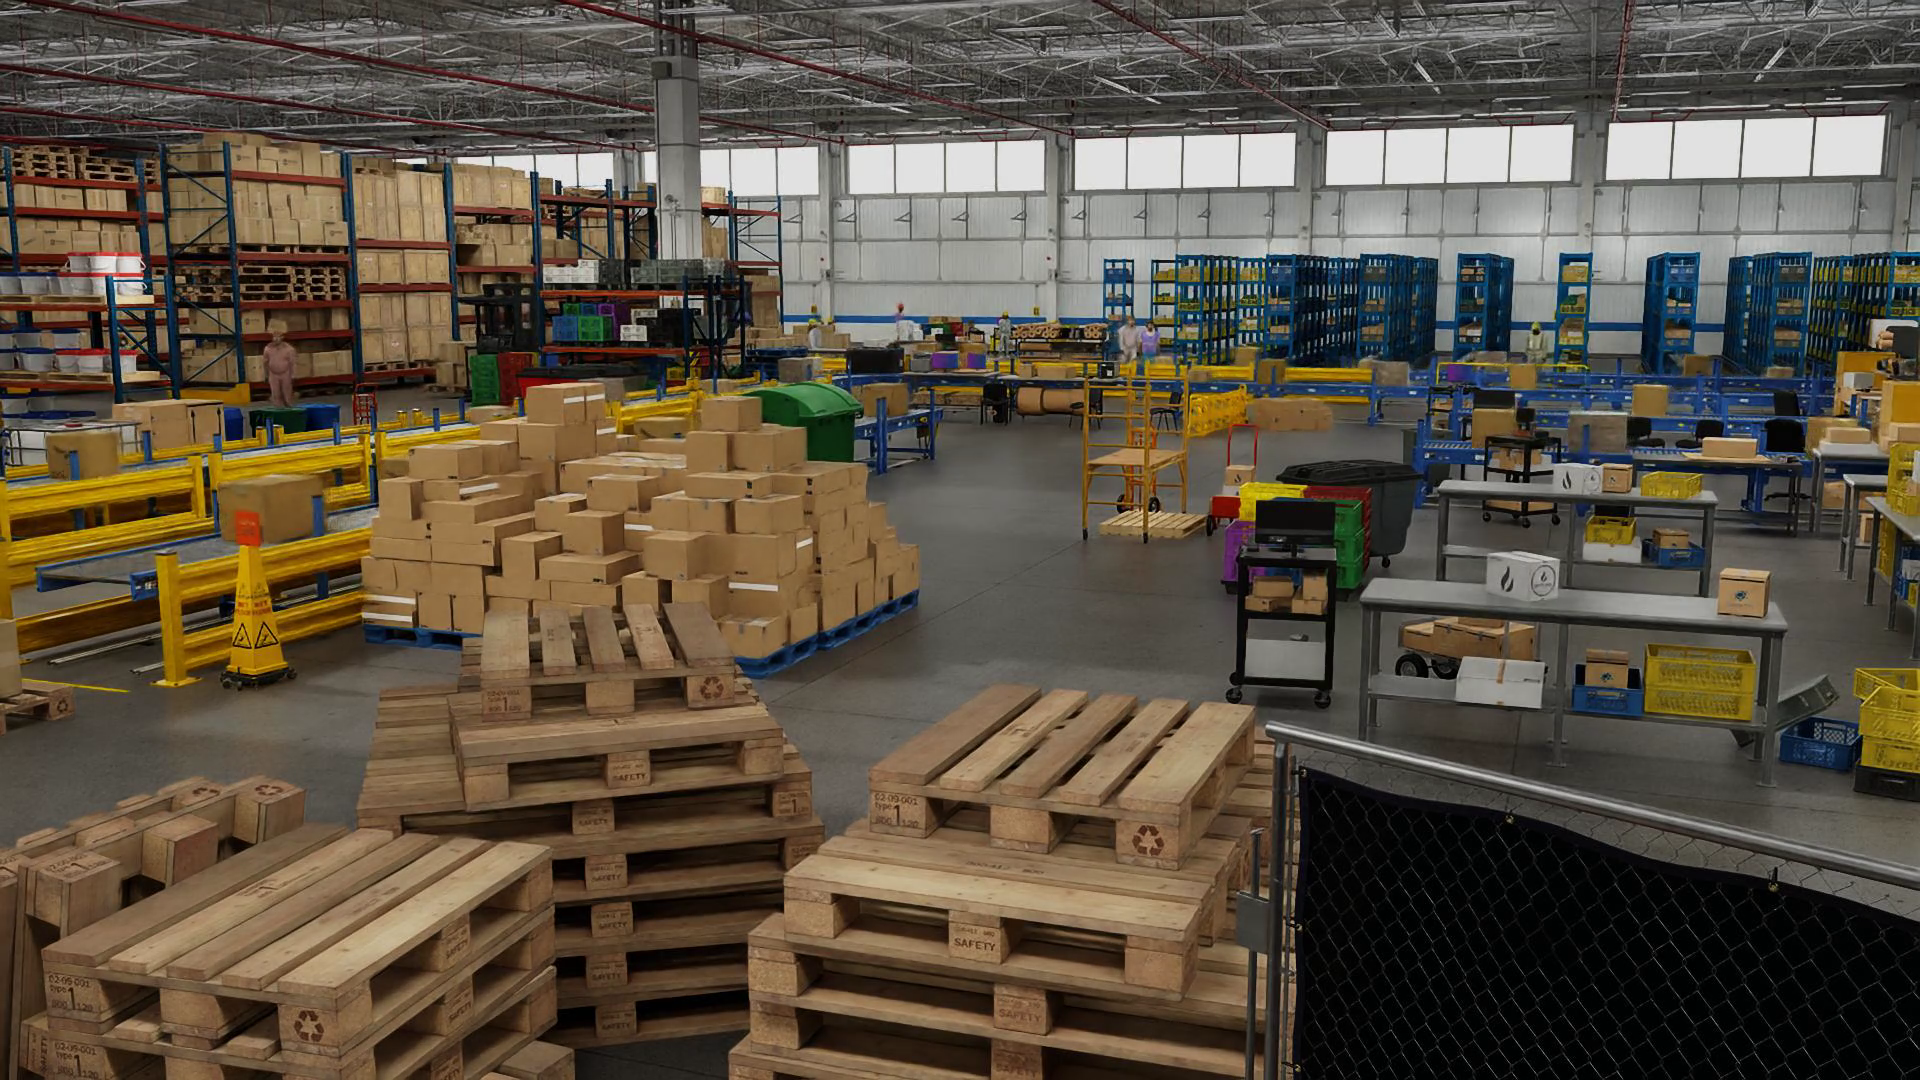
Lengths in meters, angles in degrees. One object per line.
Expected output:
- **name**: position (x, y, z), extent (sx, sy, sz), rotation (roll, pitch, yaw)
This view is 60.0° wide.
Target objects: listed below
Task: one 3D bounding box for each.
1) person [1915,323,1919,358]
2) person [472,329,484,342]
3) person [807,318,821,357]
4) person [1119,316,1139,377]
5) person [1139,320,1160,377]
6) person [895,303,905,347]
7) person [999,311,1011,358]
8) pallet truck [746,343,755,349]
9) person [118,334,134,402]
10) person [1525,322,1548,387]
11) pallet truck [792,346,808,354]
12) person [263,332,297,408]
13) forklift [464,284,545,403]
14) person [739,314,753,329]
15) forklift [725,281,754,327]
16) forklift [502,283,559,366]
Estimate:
- **person**: position (21.837, -3.948, 37.725), extent (0.548, 1.972, 0.630), rotation (5, 11, 31)
- **person**: position (-12.087, -4.483, 41.939), extent (0.531, 1.698, 0.320), rotation (-8, 12, -41)
- **person**: position (-4.292, -5.480, 47.917), extent (0.902, 1.790, 0.595), rotation (4, 10, 22)
- **person**: position (4.854, -5.530, 47.987), extent (0.638, 1.873, 0.908), rotation (-2, 9, -15)
- **person**: position (5.049, -4.940, 44.340), extent (0.563, 1.848, 0.389), rotation (0, 9, -1)
- **person**: position (-2.351, -8.479, 66.333), extent (0.404, 1.918, 0.564), rotation (5, 10, 27)
- **person**: position (1.647, -7.527, 60.949), extent (0.485, 1.735, 0.346), rotation (-4, 10, -26)
- **pallet truck**: position (-6.183, -4.618, 44.264), extent (1.601, 1.201, 0.680), rotation (-9, 12, -43)
- **person**: position (-19.955, -4.088, 39.663), extent (0.268, 1.631, 0.507), rotation (6, 11, 32)
- **person**: position (15.159, -4.838, 43.873), extent (0.596, 1.795, 0.866), rotation (5, 10, 30)
- **pallet truck**: position (-3.705, -4.298, 42.022), extent (0.653, 1.274, 1.630), rotation (3, 10, 20)
- **person**: position (-14.285, -3.449, 34.958), extent (0.667, 1.852, 0.986), rotation (-2, 9, -15)
- **forklift**: position (-10.832, -4.702, 39.610), extent (1.129, 2.768, 1.873), rotation (3, 10, 20)
- **person**: position (-6.343, -5.672, 48.821), extent (0.886, 1.889, 0.639), rotation (-8, 12, -40)
- **forklift**: position (-7.500, -7.424, 56.706), extent (1.129, 2.768, 1.873), rotation (3, 10, 20)
- **forklift**: position (-11.529, -5.376, 43.846), extent (1.129, 2.768, 1.873), rotation (3, 10, 20)
